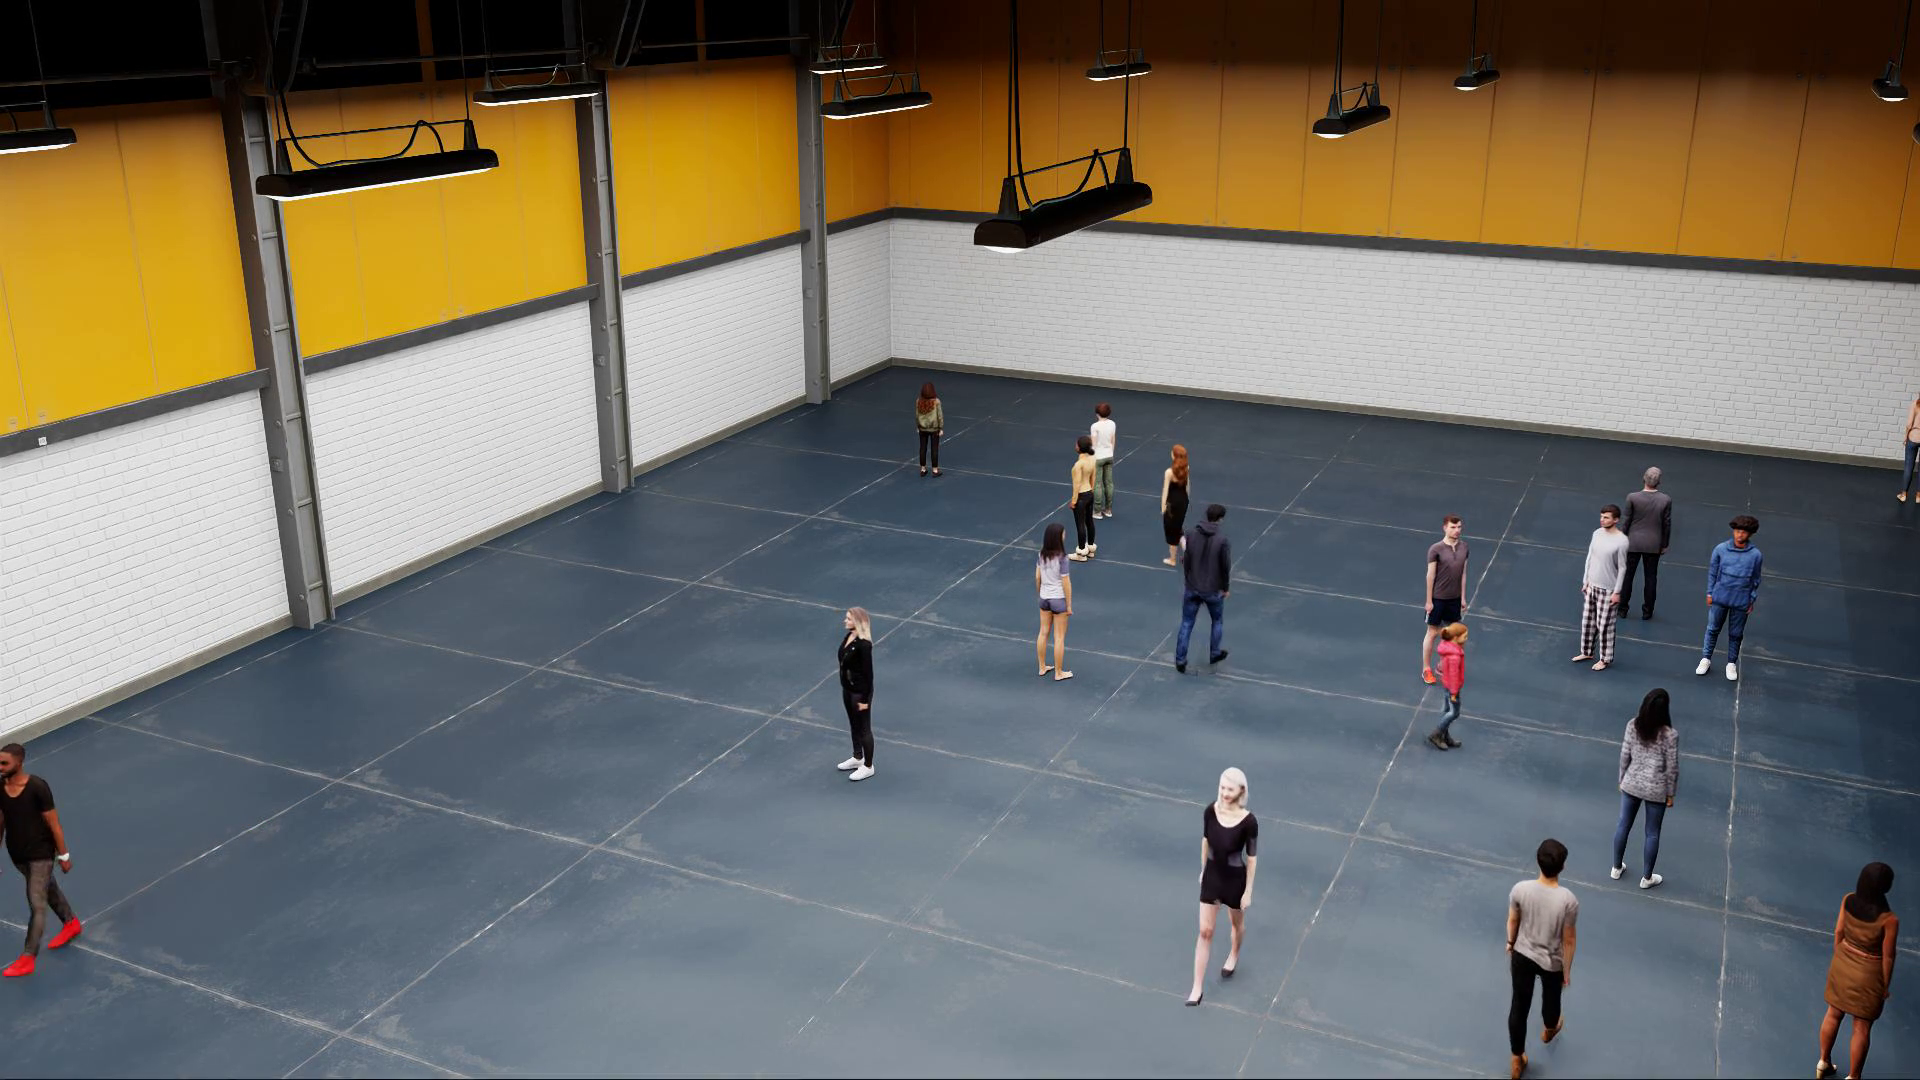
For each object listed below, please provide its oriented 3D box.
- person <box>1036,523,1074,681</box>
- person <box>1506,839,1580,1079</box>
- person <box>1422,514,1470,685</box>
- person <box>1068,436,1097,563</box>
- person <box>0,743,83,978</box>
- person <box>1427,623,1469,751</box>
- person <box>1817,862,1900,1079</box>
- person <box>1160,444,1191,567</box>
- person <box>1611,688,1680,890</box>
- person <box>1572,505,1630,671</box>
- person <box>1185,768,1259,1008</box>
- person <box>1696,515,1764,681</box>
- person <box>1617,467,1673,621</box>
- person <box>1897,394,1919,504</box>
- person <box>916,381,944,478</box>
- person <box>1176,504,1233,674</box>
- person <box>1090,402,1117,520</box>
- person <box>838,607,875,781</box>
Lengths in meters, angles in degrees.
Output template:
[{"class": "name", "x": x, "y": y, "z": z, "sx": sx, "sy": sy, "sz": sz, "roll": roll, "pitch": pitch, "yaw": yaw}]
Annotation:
[{"class": "person", "x": 1.007, "y": 0.643, "z": 17.829, "sx": 0.643, "sy": 1.733, "sz": 0.598, "roll": 17, "pitch": 25, "yaw": 41}, {"class": "person", "x": 3.900, "y": 2.869, "z": 11.278, "sx": 0.691, "sy": 1.696, "sz": 1.029, "roll": 11, "pitch": 22, "yaw": 30}, {"class": "person", "x": 5.169, "y": 0.609, "z": 17.743, "sx": 0.718, "sy": 1.853, "sz": 0.771, "roll": -6, "pitch": 20, "yaw": -17}, {"class": "person", "x": 1.602, "y": -0.550, "z": 21.488, "sx": 0.717, "sy": 1.659, "sz": 0.584, "roll": 16, "pitch": 24, "yaw": 39}, {"class": "person", "x": -7.007, "y": 2.347, "z": 12.710, "sx": 0.778, "sy": 1.771, "sz": 1.137, "roll": 5, "pitch": 19, "yaw": 14}, {"class": "person", "x": 4.753, "y": 1.417, "z": 16.189, "sx": 0.646, "sy": 1.314, "sz": 0.571, "roll": 3, "pitch": 19, "yaw": 10}, {"class": "person", "x": 6.014, "y": 2.919, "z": 11.139, "sx": 0.684, "sy": 1.690, "sz": 0.639, "roll": -9, "pitch": 21, "yaw": -24}, {"class": "person", "x": 2.805, "y": -0.414, "z": 21.146, "sx": 0.756, "sy": 1.619, "sz": 0.802, "roll": -12, "pitch": 22, "yaw": -32}, {"class": "person", "x": 5.653, "y": 2.028, "z": 13.717, "sx": 0.670, "sy": 1.733, "sz": 0.624, "roll": 16, "pitch": 25, "yaw": 40}, {"class": "person", "x": 7.003, "y": 0.496, "z": 18.088, "sx": 0.740, "sy": 1.847, "sz": 0.712, "roll": -10, "pitch": 21, "yaw": -28}, {"class": "person", "x": 2.000, "y": 2.495, "z": 12.246, "sx": 0.648, "sy": 1.786, "sz": 1.140, "roll": 10, "pitch": 21, "yaw": 27}, {"class": "person", "x": 8.285, "y": 0.592, "z": 17.860, "sx": 0.674, "sy": 1.811, "sz": 0.569, "roll": 10, "pitch": 21, "yaw": 26}, {"class": "person", "x": 8.009, "y": 0.027, "z": 19.490, "sx": 0.766, "sy": 1.841, "sz": 0.657, "roll": 5, "pitch": 19, "yaw": 14}, {"class": "person", "x": 13.787, "y": -1.420, "z": 23.863, "sx": 0.590, "sy": 1.792, "sz": 0.525, "roll": 7, "pitch": 20, "yaw": 21}, {"class": "person", "x": -0.466, "y": -1.685, "z": 25.147, "sx": 0.594, "sy": 1.476, "sz": 0.537, "roll": 6, "pitch": 20, "yaw": 18}, {"class": "person", "x": 2.614, "y": 0.547, "z": 17.922, "sx": 0.677, "sy": 1.856, "sz": 0.799, "roll": 5, "pitch": 19, "yaw": 14}, {"class": "person", "x": 1.986, "y": -1.123, "z": 23.196, "sx": 0.626, "sy": 1.654, "sz": 0.713, "roll": -11, "pitch": 21, "yaw": -29}, {"class": "person", "x": -0.949, "y": 1.418, "z": 15.600, "sx": 0.725, "sy": 1.686, "sz": 0.695, "roll": -9, "pitch": 21, "yaw": -26}]
